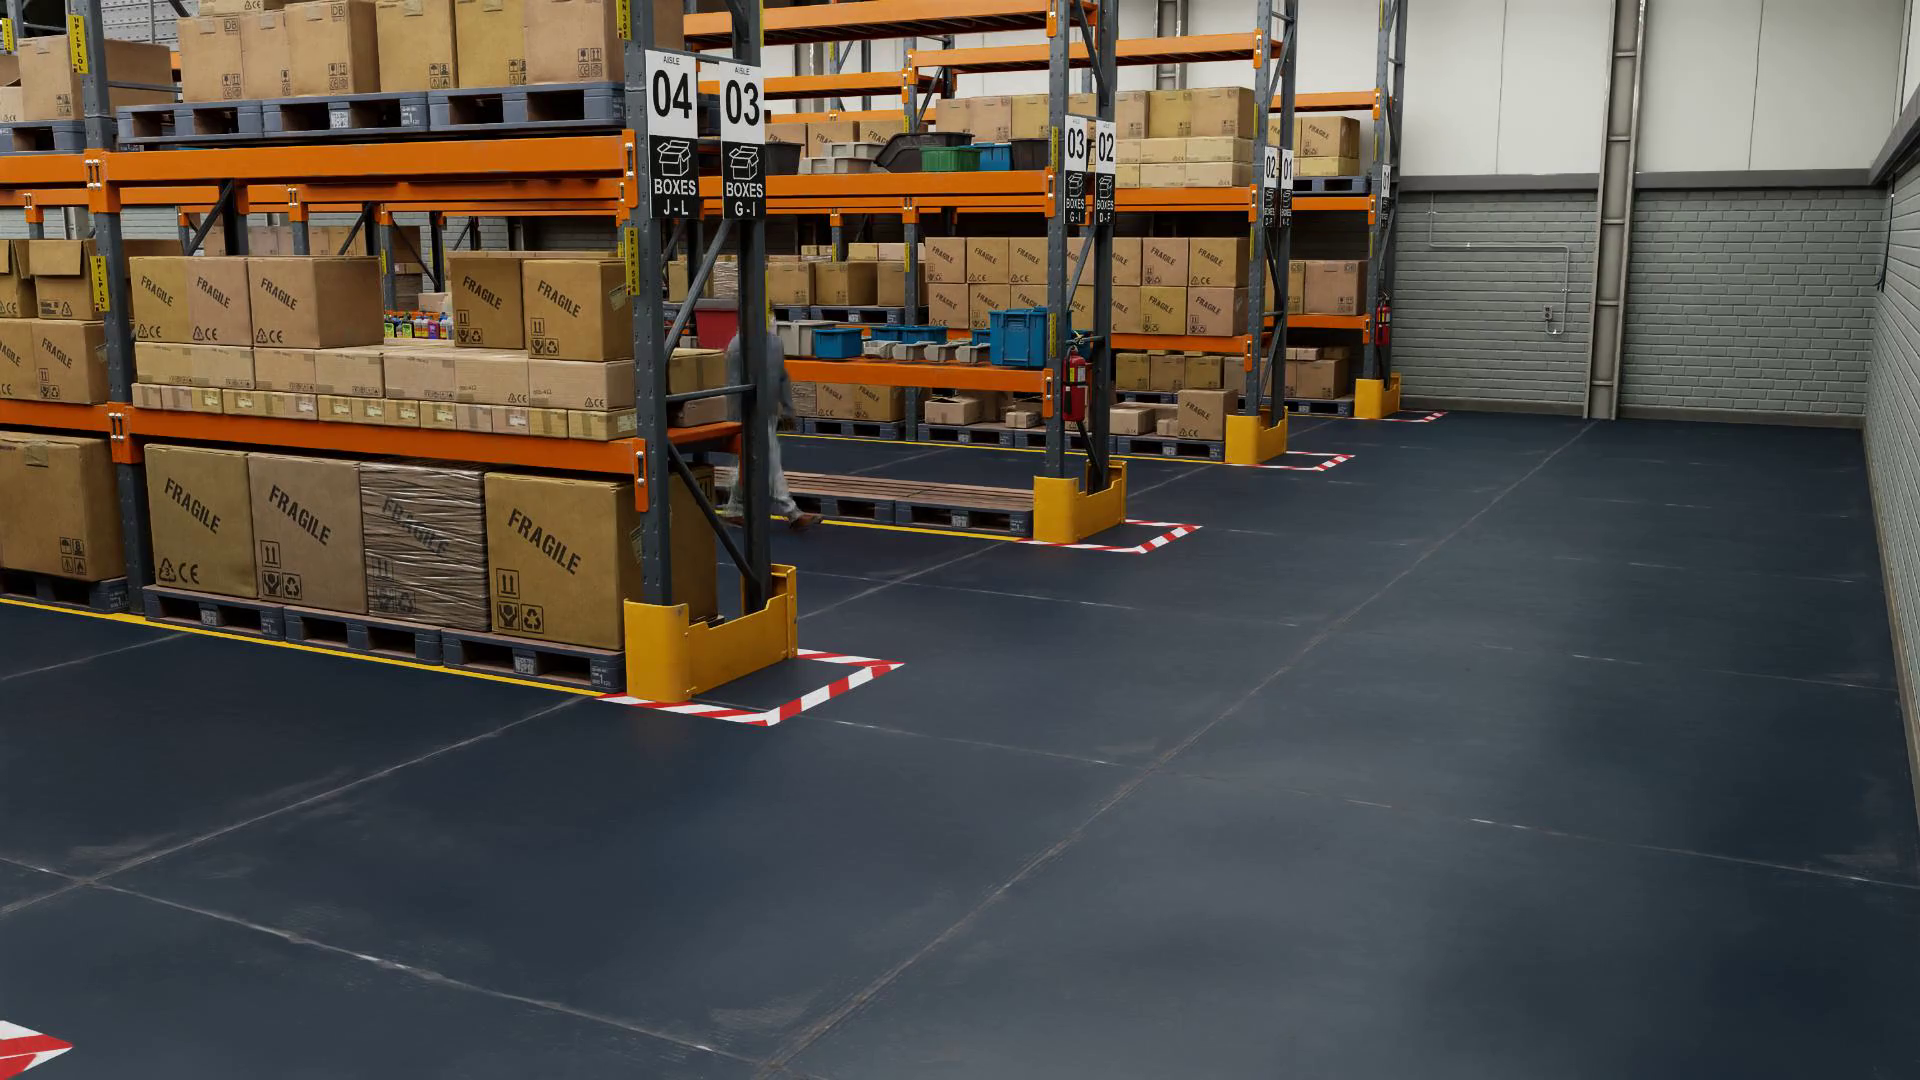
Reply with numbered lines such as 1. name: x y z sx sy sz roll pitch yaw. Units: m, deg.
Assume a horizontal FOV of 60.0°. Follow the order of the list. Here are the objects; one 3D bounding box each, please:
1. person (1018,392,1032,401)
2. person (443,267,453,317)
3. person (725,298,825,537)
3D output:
1. person: 1.027 -2.350 20.464 1.073 1.939 0.610 7 12 32
2. person: -6.185 -2.399 20.487 0.854 2.013 0.644 6 12 28
3. person: -1.490 -0.974 13.065 0.995 1.884 0.654 5 12 26
